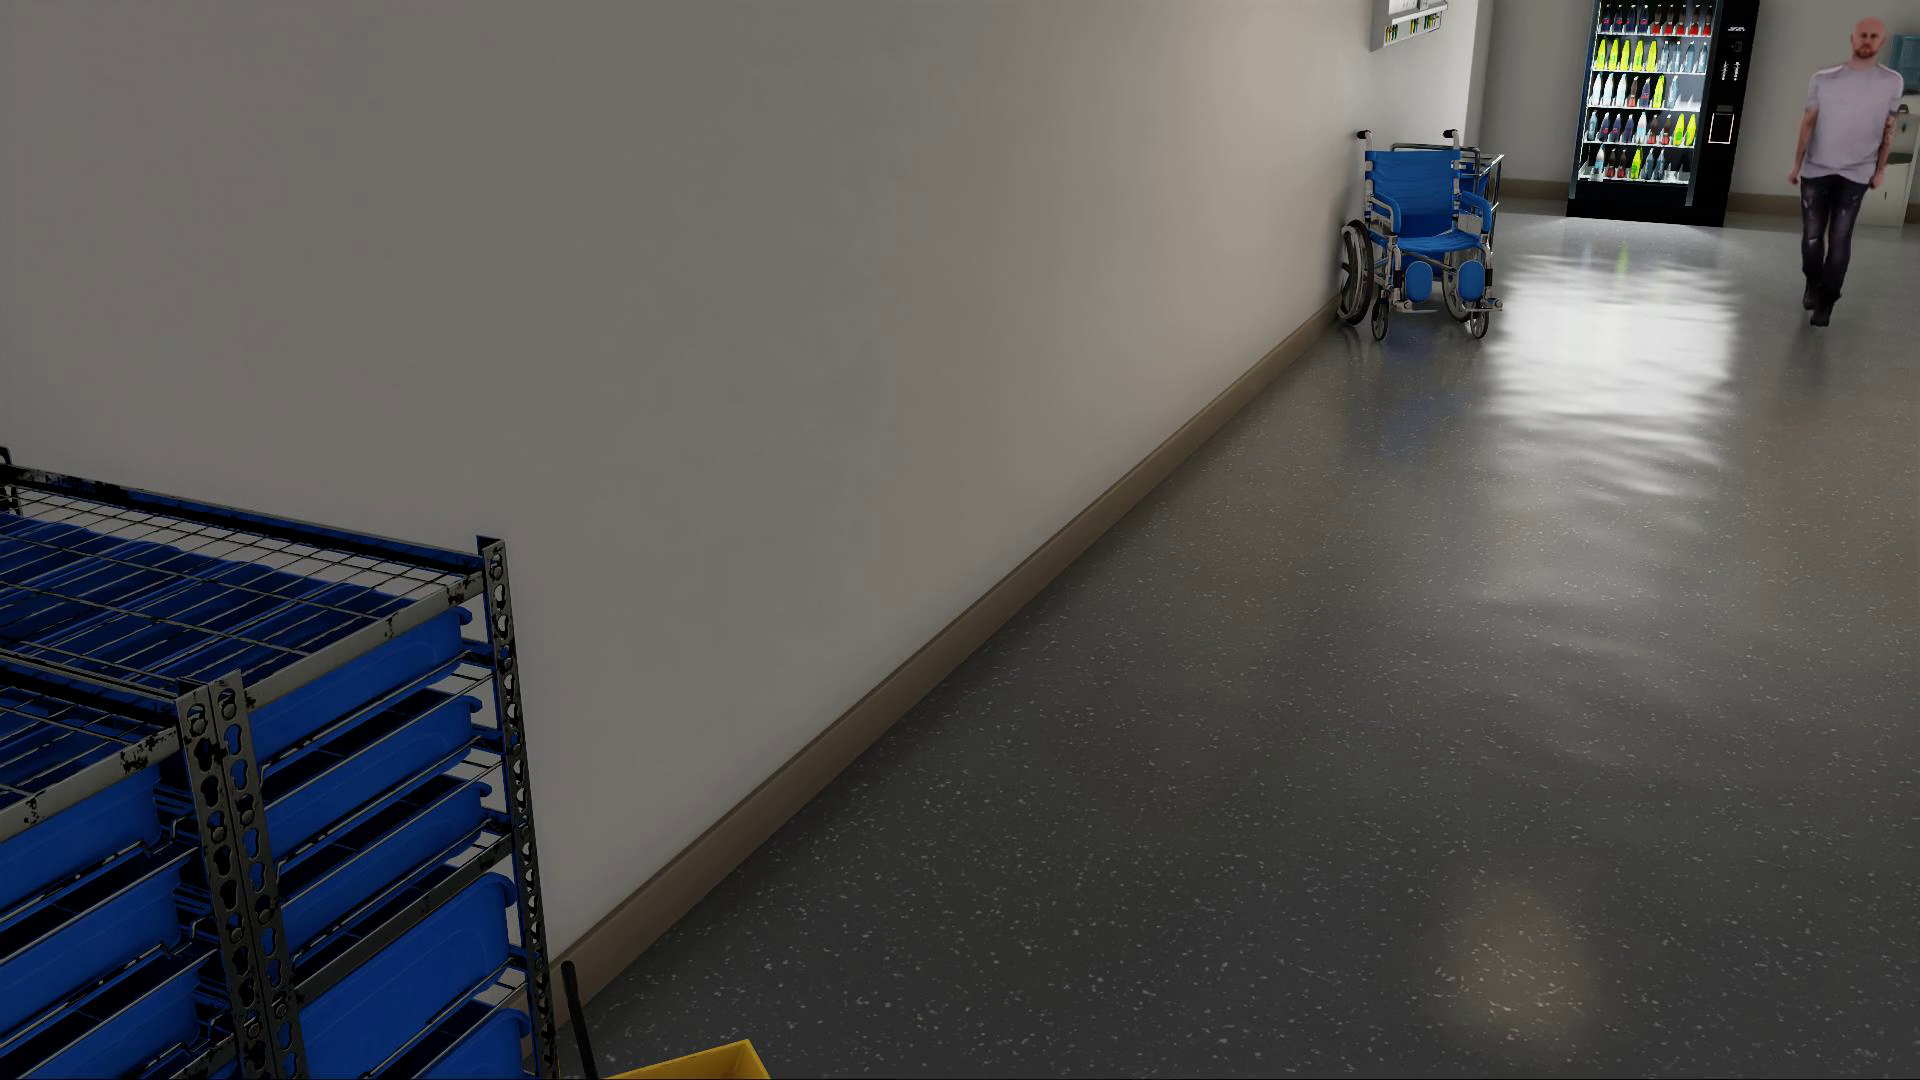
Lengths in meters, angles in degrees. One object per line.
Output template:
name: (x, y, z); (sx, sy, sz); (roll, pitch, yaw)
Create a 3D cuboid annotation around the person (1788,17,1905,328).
person: (5.388, -2.250, 10.203); (1.188, 1.798, 0.889); (14, 25, 33)
